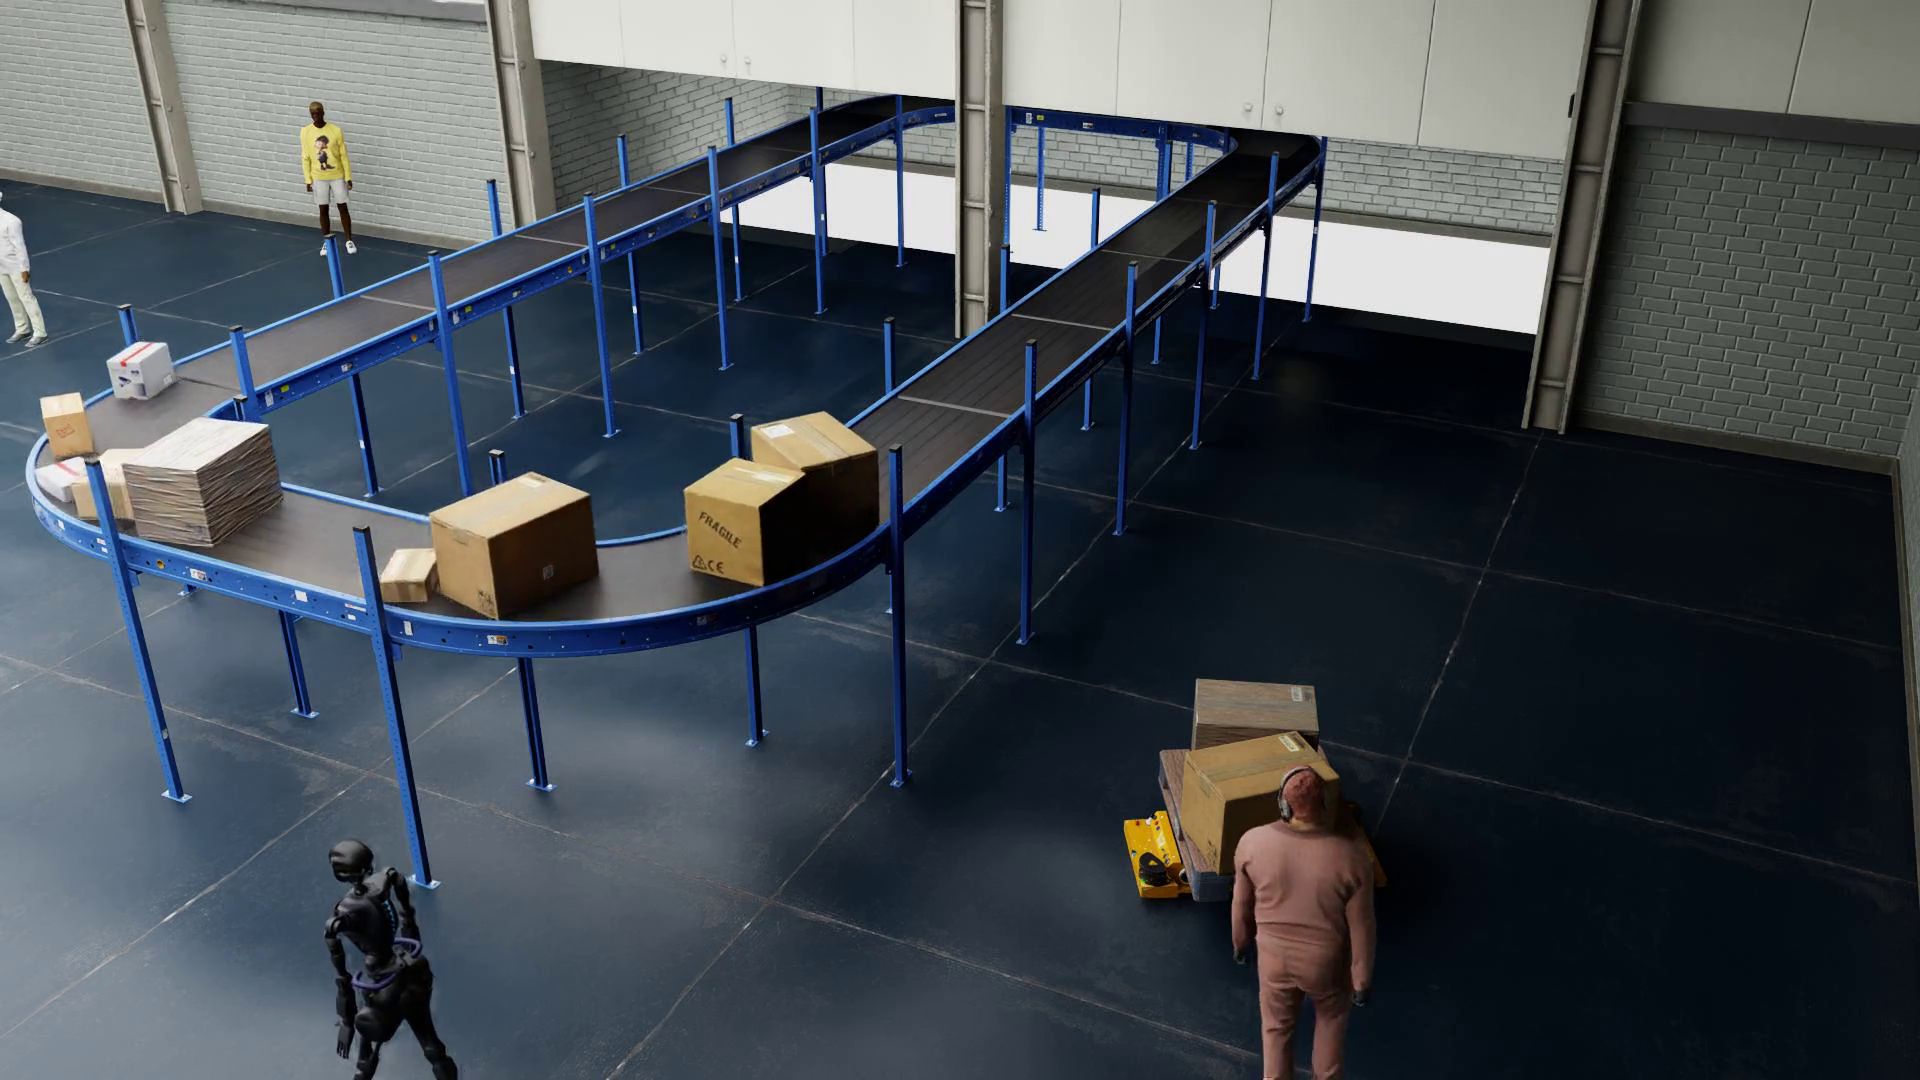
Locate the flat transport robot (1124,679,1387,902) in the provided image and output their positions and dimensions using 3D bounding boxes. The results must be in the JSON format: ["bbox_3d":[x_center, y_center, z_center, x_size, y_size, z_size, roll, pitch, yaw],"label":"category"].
[{"bbox_3d":[1.728,1.823,9.803,1.431,0.231,0.659,-2,26,-3],"label":"flat transport robot"}]

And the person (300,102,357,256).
[{"bbox_3d":[-7.871,-4.508,20.727,0.555,1.897,0.359,-7,27,-14],"label":"person"}]

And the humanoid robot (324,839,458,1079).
[{"bbox_3d":[-2.673,2.082,7.755,0.798,1.619,0.604,9,28,17],"label":"humanoid robot"}]

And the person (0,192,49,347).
[{"bbox_3d":[-10.145,-2.926,17.712,0.566,1.743,0.346,12,29,22],"label":"person"}]

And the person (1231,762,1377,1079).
[{"bbox_3d":[1.588,1.931,7.790,0.682,1.868,0.500,9,28,18],"label":"person"}]
